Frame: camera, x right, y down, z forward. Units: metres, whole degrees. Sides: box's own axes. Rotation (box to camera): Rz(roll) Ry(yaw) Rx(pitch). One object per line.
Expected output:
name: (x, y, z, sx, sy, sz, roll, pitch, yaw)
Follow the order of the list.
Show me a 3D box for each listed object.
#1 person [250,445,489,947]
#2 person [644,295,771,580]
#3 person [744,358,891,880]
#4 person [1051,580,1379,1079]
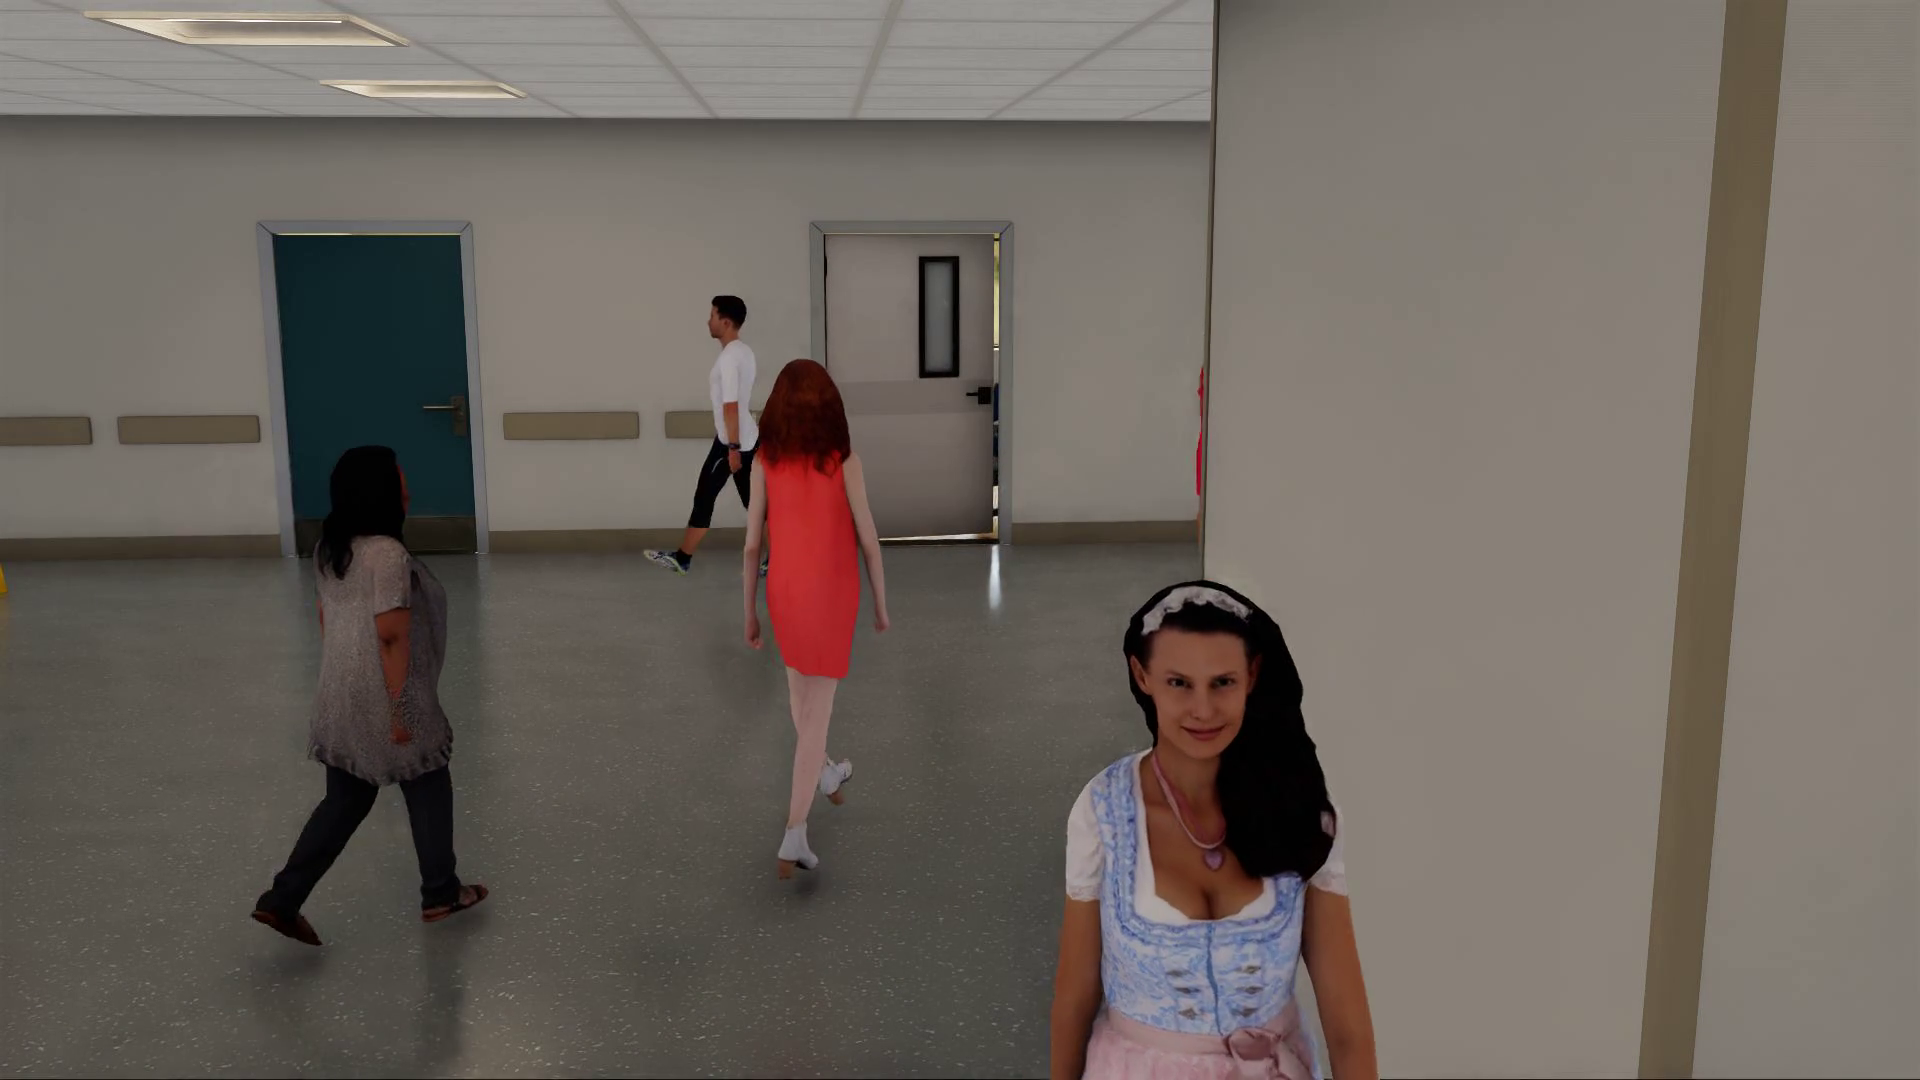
person: (-1.910, 0.516, 5.258, 1.020, 1.585, 1.059, 8, 13, 36)
person: (-1.335, -0.604, 10.544, 1.210, 1.815, 0.872, 1, 11, 7)
person: (-0.547, 0.308, 5.836, 1.152, 1.778, 0.960, 3, 11, 16)
person: (0.351, 0.931, 2.565, 1.014, 1.775, 0.739, -1, 11, -4)
